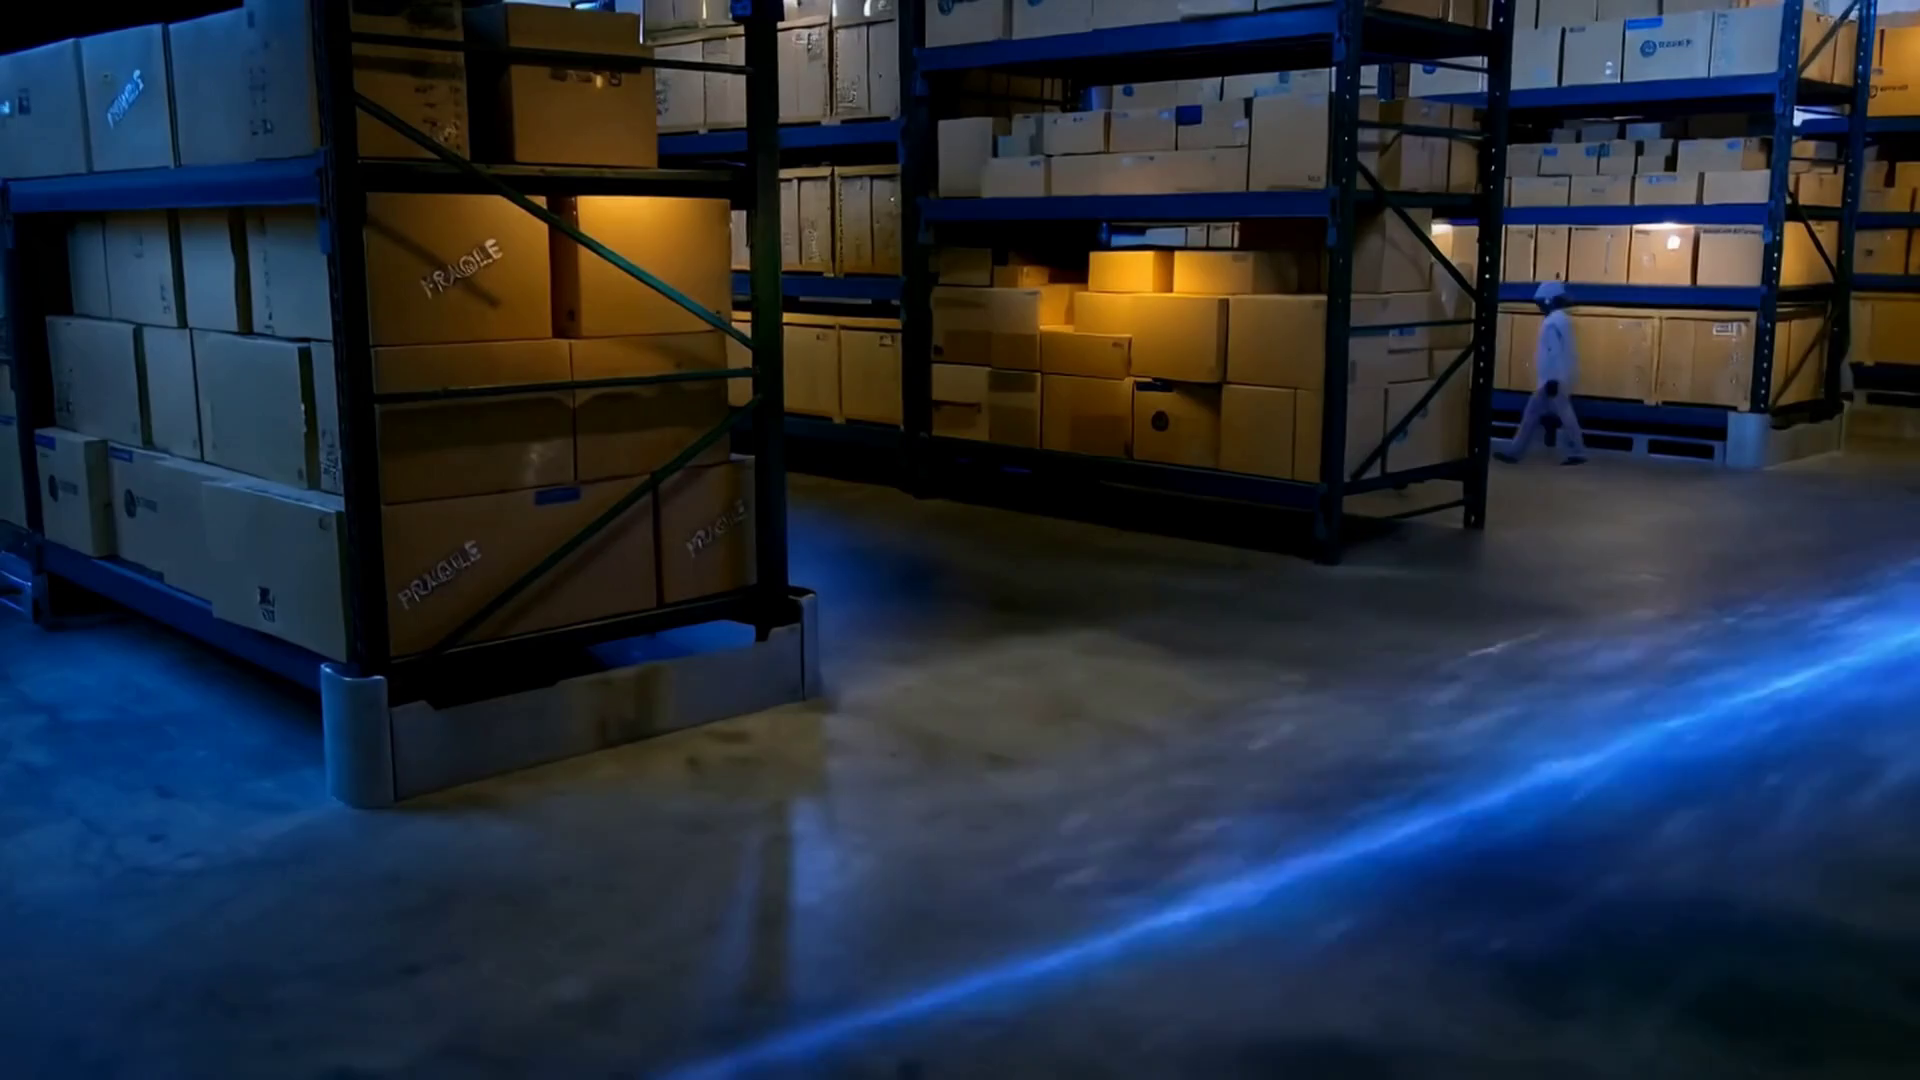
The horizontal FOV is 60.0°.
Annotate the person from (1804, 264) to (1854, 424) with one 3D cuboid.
[{"bbox_3d":[9.250,-2.005,17.666,0.626,1.825,0.479,-7,13,-35],"label":"person"}]

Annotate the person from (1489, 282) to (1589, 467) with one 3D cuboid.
[{"bbox_3d":[5.442,-1.528,15.386,0.899,1.703,0.583,8,13,37],"label":"person"}]
